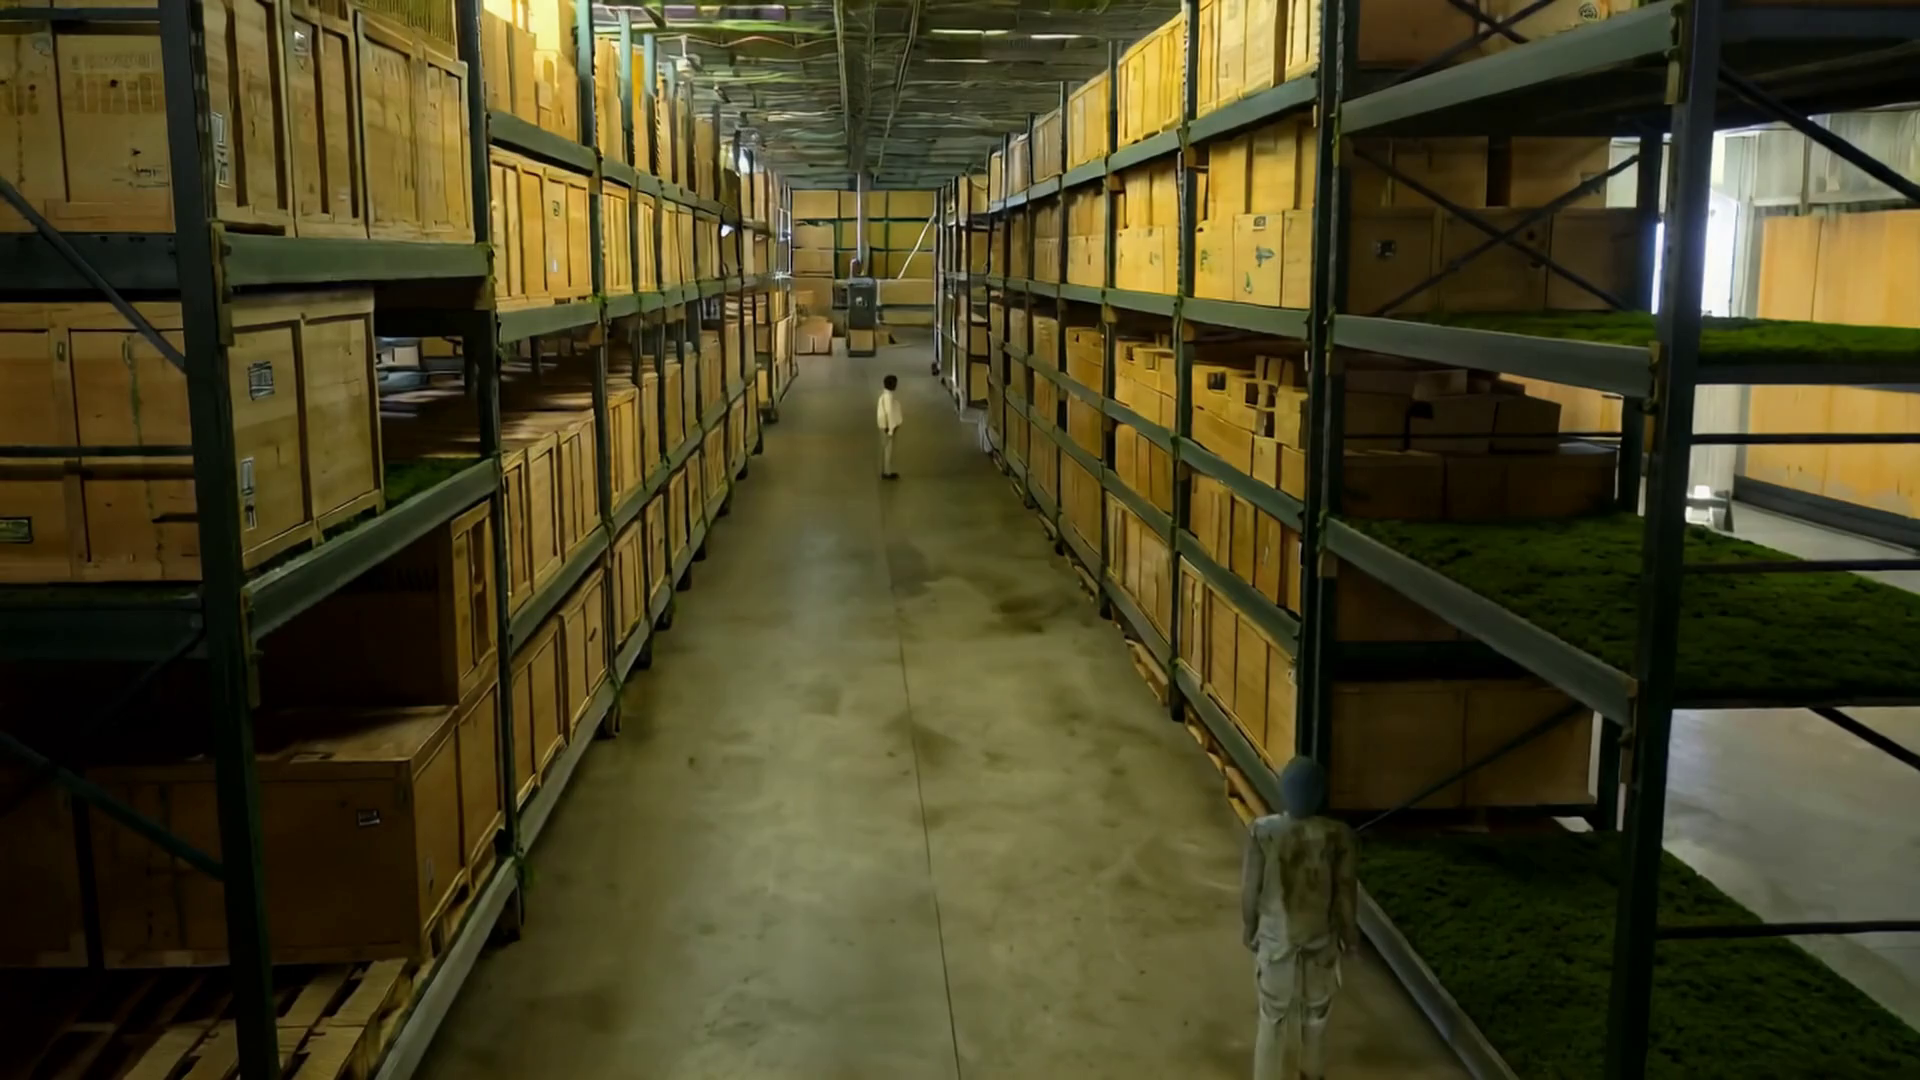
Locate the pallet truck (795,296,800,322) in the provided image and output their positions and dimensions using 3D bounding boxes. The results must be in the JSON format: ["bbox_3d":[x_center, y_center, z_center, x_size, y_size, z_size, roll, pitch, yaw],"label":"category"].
[{"bbox_3d":[-8.622,-12.439,91.403,1.885,1.965,0.823,2,10,13],"label":"pallet truck"}]

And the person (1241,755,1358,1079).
[{"bbox_3d":[1.530,1.781,7.527,0.520,1.640,0.307,2,10,11],"label":"person"}]

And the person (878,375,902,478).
[{"bbox_3d":[-1.253,-2.025,29.683,0.430,1.838,0.620,0,10,-2],"label":"person"}]

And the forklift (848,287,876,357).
[{"bbox_3d":[-3.955,-8.786,66.947,1.129,2.768,1.873,-1,10,-4],"label":"forklift"}]
